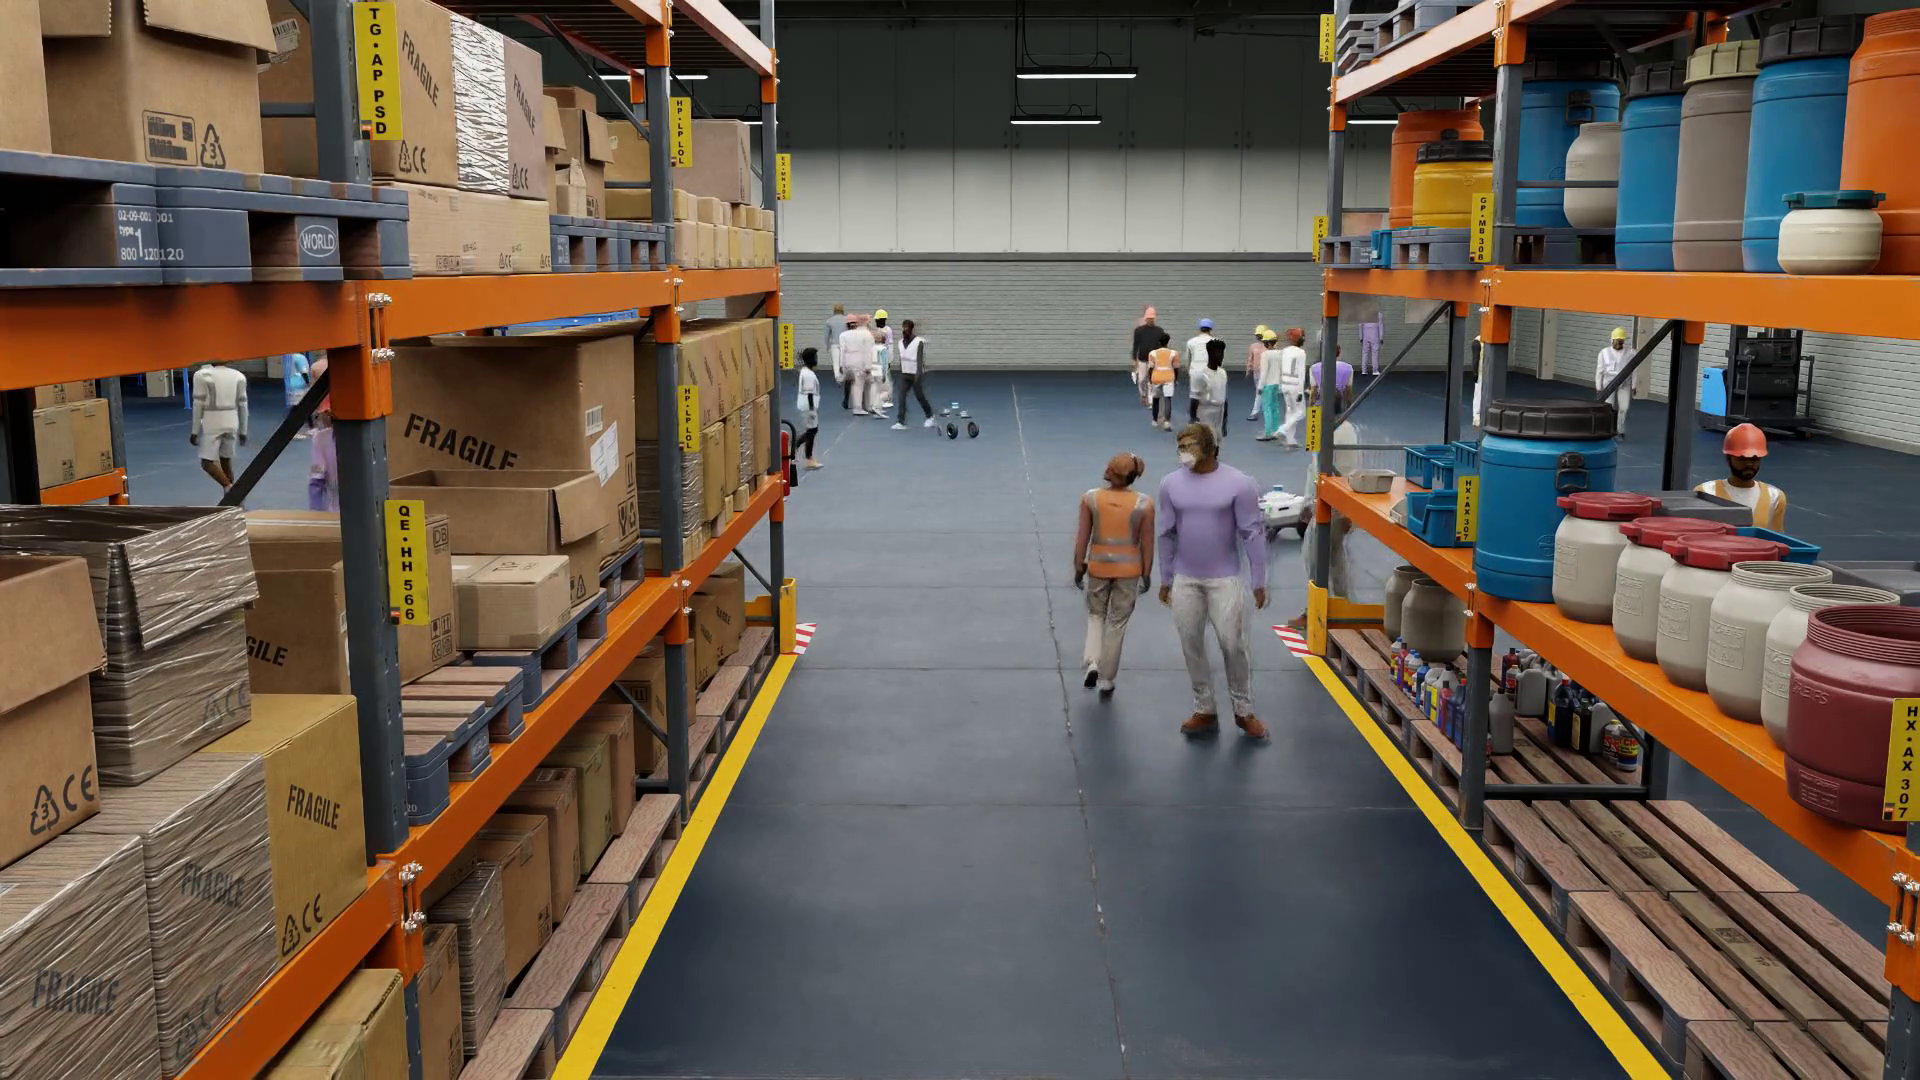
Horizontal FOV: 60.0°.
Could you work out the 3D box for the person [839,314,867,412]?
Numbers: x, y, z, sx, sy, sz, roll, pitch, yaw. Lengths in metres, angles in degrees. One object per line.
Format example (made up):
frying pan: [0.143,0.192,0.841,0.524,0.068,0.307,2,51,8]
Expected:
person: [-2.050,-3.408,32.041,0.565,1.859,1.118,-2,10,-12]

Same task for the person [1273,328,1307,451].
person: [5.018,-2.282,25.243,0.509,1.870,0.577,-4,10,-23]

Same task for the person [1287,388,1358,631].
person: [2.772,-0.248,12.890,0.681,1.916,0.655,0,9,-1]

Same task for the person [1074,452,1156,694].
person: [1.029,0.215,10.993,0.525,1.618,0.365,3,10,17]

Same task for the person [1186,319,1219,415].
person: [4.158,-2.834,28.474,0.631,1.875,1.007,4,10,23]

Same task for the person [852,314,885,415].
person: [-1.699,-3.286,31.187,0.678,1.886,0.640,-6,11,-34]

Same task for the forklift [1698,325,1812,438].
forklift: [13.248,-3.165,27.620,1.129,2.768,1.873,0,9,1]

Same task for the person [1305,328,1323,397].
person: [7.648,-3.846,34.827,0.974,1.804,0.519,-5,11,-29]

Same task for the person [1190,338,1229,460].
person: [3.007,-1.431,19.886,0.629,1.949,0.419,-9,13,-43]

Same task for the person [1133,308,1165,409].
person: [3.715,-3.592,32.781,0.624,1.974,0.831,1,10,5]

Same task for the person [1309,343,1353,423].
person: [4.828,-1.680,21.681,0.571,1.846,0.382,0,9,2]

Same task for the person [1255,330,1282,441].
person: [4.966,-2.484,26.750,0.311,1.766,0.533,9,13,42]

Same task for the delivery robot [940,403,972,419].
delivery robot: [-0.075,-2.139,27.371,0.335,0.223,0.698,-6,11,-32]

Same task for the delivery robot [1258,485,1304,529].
delivery robot: [3.301,-0.325,17.282,0.707,0.478,0.477,-9,13,-42]

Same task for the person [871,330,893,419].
person: [-1.433,-3.013,30.353,0.369,1.622,0.512,-5,11,-28]

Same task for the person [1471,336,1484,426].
person: [9.251,-2.917,29.142,0.630,1.836,0.429,-4,10,-20]

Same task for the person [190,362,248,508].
person: [-8.283,-1.264,18.656,0.761,2.024,0.654,6,11,32]

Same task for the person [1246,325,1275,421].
person: [5.513,-3.063,30.334,0.894,1.726,0.538,-9,13,-43]

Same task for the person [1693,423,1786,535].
person: [4.464,0.292,9.601,0.543,1.939,0.360,1,9,4]

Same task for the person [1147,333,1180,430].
person: [3.485,-2.714,28.468,0.547,1.650,0.819,1,9,3]

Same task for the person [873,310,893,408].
person: [-1.516,-3.575,32.799,0.388,1.927,0.589,-4,10,-24]

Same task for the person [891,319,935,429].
person: [-0.798,-2.877,28.748,0.590,1.888,0.912,8,12,39]

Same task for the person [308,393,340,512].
person: [-4.429,-0.150,12.078,0.621,1.989,0.935,2,10,10]

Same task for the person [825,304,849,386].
person: [-2.793,-4.493,38.405,0.649,1.904,0.917,-1,10,-7]

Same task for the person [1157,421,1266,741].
person: [1.524,0.241,10.048,0.739,1.902,0.395,5,11,30]

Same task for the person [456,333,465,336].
person: [-7.208,-2.042,23.892,0.509,1.837,0.459,4,10,21]

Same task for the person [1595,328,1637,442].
person: [10.425,-2.455,26.415,0.625,1.811,0.592,3,10,18]

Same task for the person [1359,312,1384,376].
person: [10.444,-5.124,42.146,0.650,1.904,0.401,8,12,39]

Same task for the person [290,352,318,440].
person: [-10.540,-2.451,26.834,0.691,1.670,0.542,-4,10,-24]

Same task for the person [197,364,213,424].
person: [-13.434,-3.009,29.637,0.318,1.859,0.519,1,10,7]

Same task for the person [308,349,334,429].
person: [-8.247,-1.735,21.997,0.625,1.863,0.967,-1,10,-4]

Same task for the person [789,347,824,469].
person: [-2.129,-1.828,23.041,0.423,1.683,0.545,-2,10,-12]

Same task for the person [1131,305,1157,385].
person: [4.318,-4.499,38.468,0.712,1.884,0.649,-2,10,-11]
